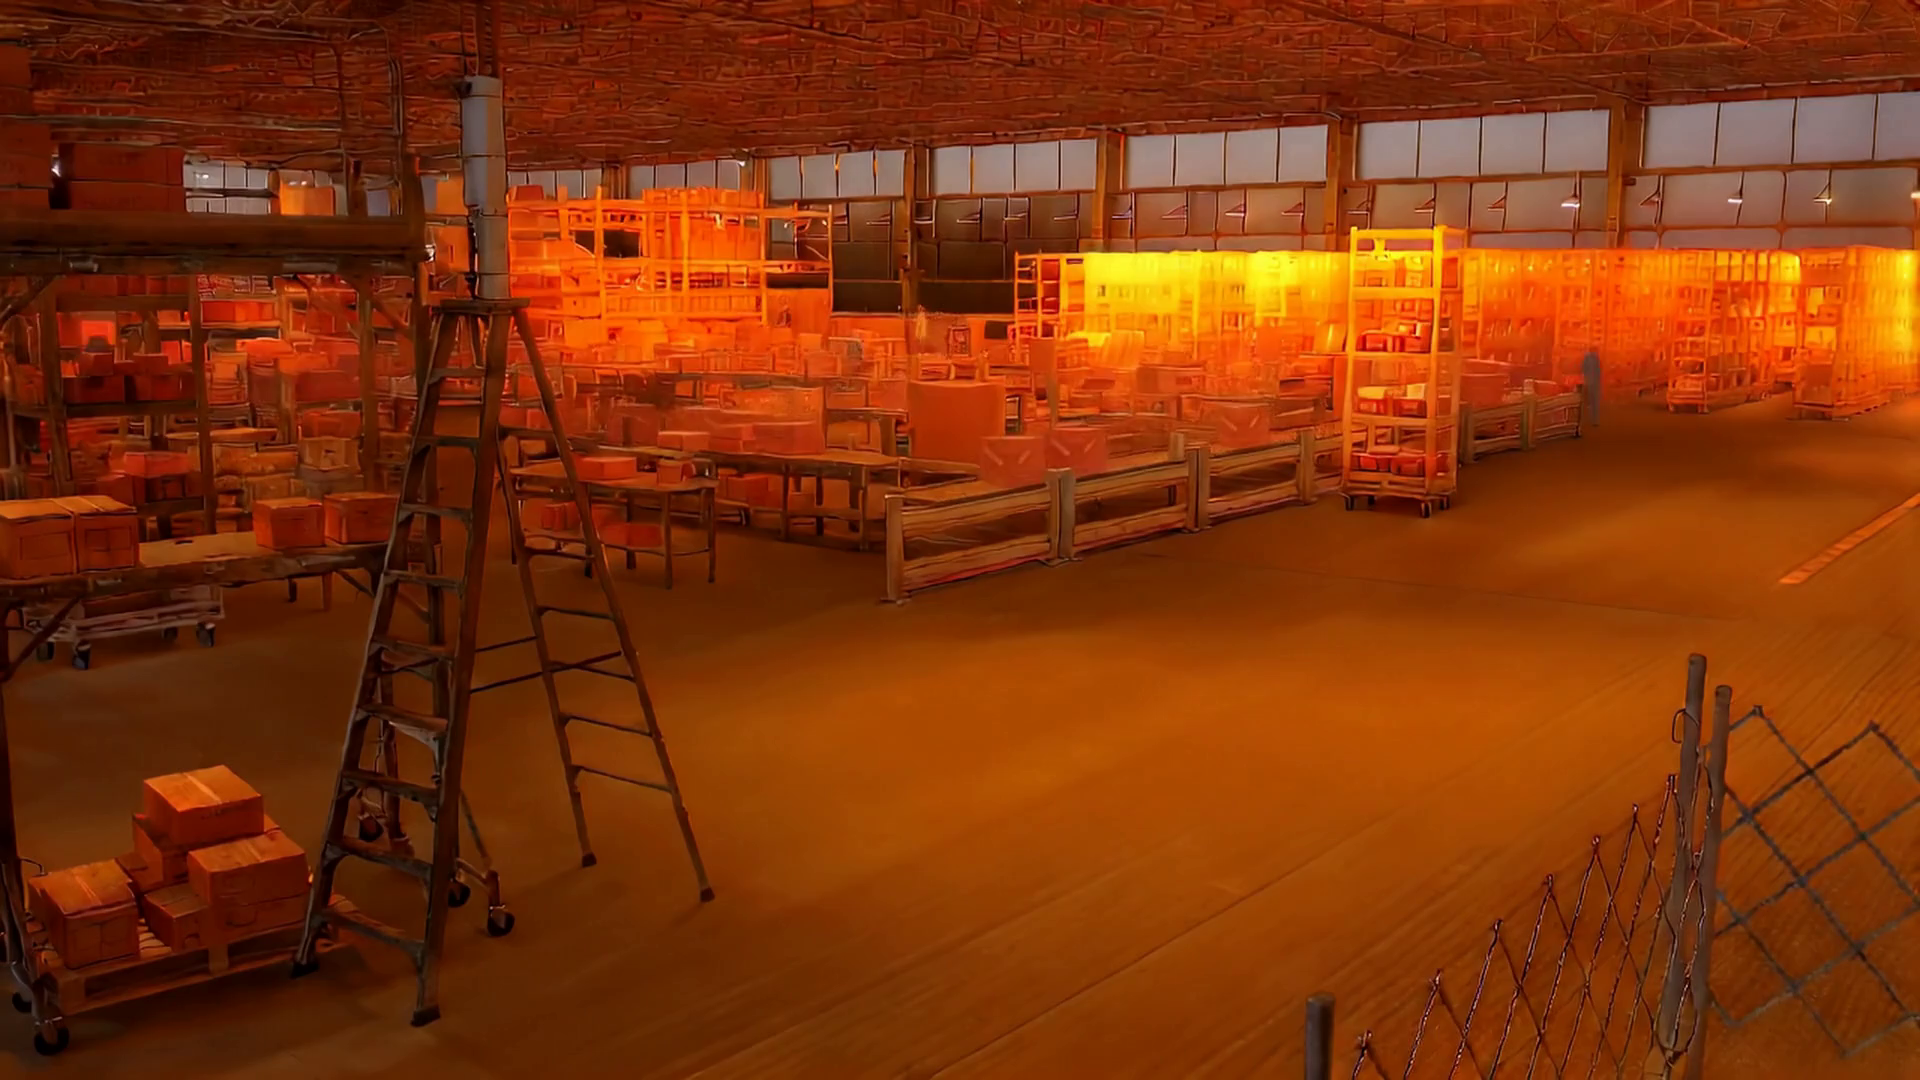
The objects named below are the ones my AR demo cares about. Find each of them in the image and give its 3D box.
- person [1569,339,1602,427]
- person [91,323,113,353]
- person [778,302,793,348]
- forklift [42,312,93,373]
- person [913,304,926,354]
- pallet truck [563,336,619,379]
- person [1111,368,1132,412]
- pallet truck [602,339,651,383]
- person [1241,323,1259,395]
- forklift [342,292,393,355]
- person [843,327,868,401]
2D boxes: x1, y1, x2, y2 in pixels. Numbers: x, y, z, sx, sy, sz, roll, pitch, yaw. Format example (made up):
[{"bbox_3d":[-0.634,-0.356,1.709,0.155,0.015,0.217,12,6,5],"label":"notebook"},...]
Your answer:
[{"bbox_3d":[12.473,-3.119,32.996,0.540,1.751,0.530,-7,11,-37],"label":"person"},{"bbox_3d":[-20.033,-4.111,38.781,0.660,1.888,0.640,8,12,41],"label":"person"},{"bbox_3d":[-6.736,-8.261,64.556,0.645,1.922,0.603,6,11,34],"label":"person"},{"bbox_3d":[-23.779,-5.451,44.052,1.873,2.768,1.129,7,11,36],"label":"forklift"},{"bbox_3d":[-1.321,-6.939,55.993,0.466,2.027,0.617,4,10,23],"label":"person"},{"bbox_3d":[-10.690,-5.294,48.215,1.601,1.201,0.680,-5,10,-26],"label":"pallet truck"},{"bbox_3d":[2.817,-2.372,28.886,0.887,1.580,0.505,4,10,26],"label":"person"},{"bbox_3d":[-8.991,-4.871,45.351,0.653,1.274,1.630,7,11,37],"label":"pallet truck"},{"bbox_3d":[6.658,-4.019,38.171,0.407,1.902,0.639,3,10,17],"label":"person"},{"bbox_3d":[-16.485,-5.622,45.120,1.129,2.768,1.873,7,11,37],"label":"forklift"},{"bbox_3d":[-2.467,-4.120,39.116,0.835,1.802,0.596,4,10,21],"label":"person"}]
